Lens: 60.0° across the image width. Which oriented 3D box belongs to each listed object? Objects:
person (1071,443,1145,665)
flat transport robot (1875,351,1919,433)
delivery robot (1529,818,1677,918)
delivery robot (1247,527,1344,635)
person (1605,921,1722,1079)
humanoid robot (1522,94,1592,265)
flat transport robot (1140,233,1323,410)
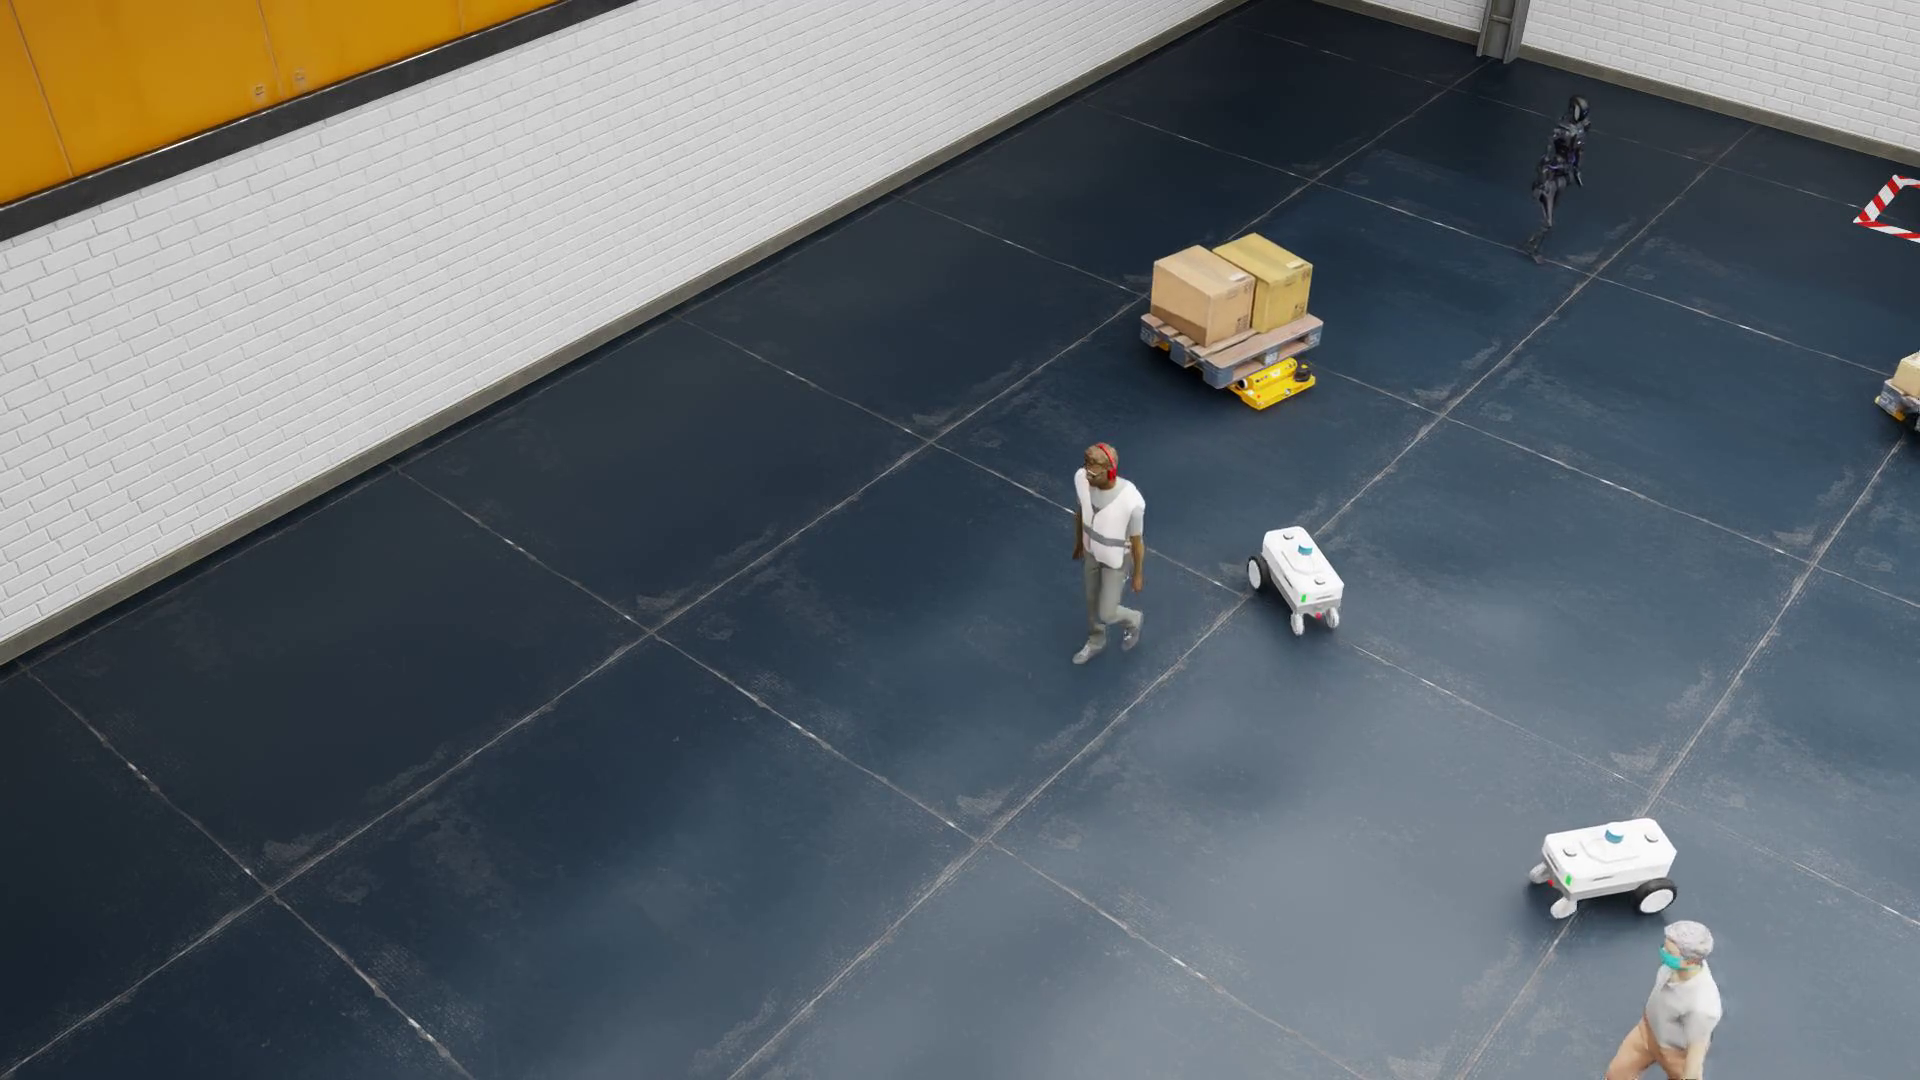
[{"bbox_3d":[0.986,0.103,10.919,0.472,1.822,0.599,-29,47,-31],"label":"person"},{"bbox_3d":[8.170,-0.866,13.361,0.659,0.231,1.431,-14,41,-17],"label":"flat transport robot"},{"bbox_3d":[3.786,1.891,9.727,0.815,0.614,0.499,-7,39,-9],"label":"delivery robot"},{"bbox_3d":[2.401,0.248,11.767,0.499,0.614,0.818,-10,40,-12],"label":"delivery robot"},{"bbox_3d":[3.547,2.459,8.106,0.918,1.693,0.530,-2,39,-3],"label":"person"},{"bbox_3d":[5.515,-3.350,15.332,0.612,1.641,0.482,-22,44,-25],"label":"humanoid robot"},{"bbox_3d":[2.309,-1.608,14.282,0.659,0.231,1.431,-25,45,-27],"label":"flat transport robot"}]
